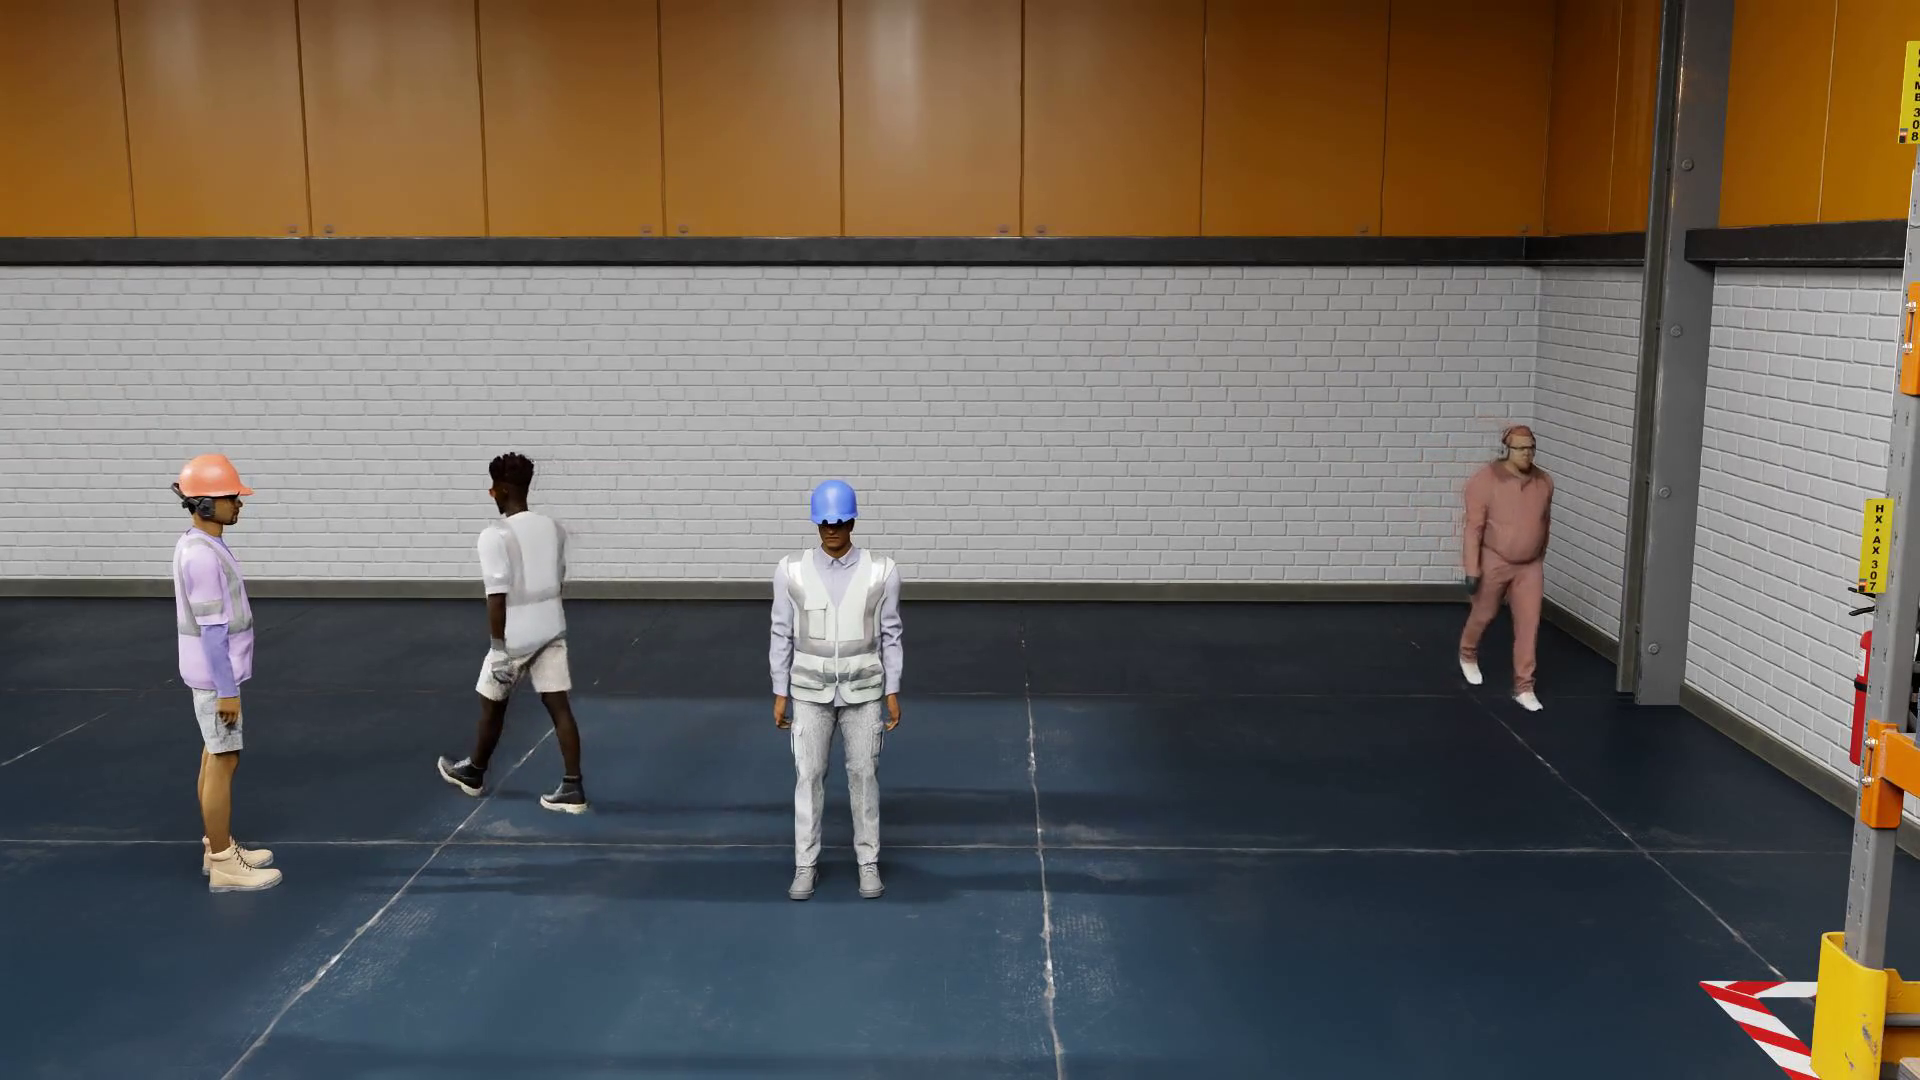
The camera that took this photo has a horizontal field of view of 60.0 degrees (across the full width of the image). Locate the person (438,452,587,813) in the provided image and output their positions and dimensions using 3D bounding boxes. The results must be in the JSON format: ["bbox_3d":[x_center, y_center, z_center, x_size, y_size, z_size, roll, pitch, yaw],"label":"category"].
[{"bbox_3d":[-2.392,0.486,8.922,0.996,1.909,0.628,6,11,32],"label":"person"}]

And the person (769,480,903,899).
[{"bbox_3d":[-0.567,0.685,7.645,0.615,1.947,0.388,-1,9,-3],"label":"person"}]

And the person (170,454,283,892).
[{"bbox_3d":[-3.443,0.616,7.774,0.370,2.044,0.608,-5,11,-27],"label":"person"}]

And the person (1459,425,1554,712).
[{"bbox_3d":[3.647,0.141,11.178,0.642,1.868,0.950,-1,10,-7],"label":"person"}]
